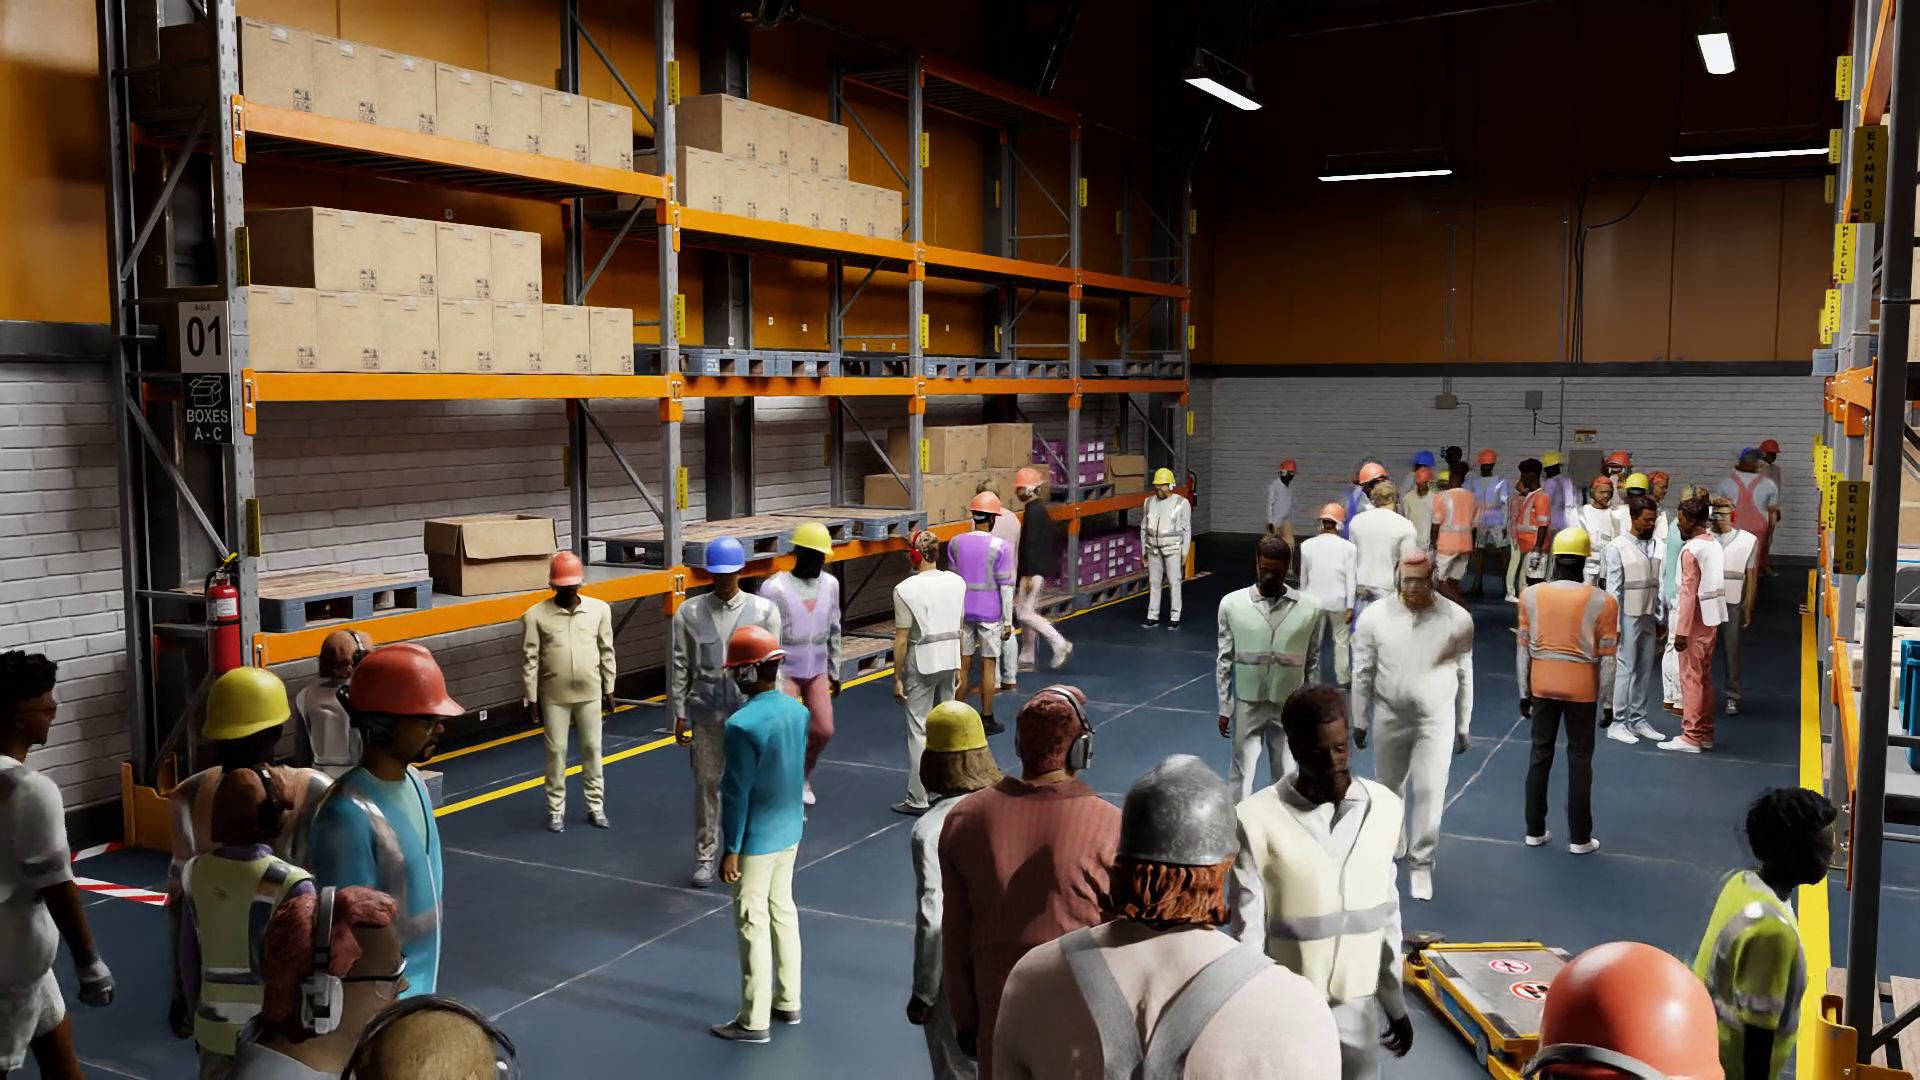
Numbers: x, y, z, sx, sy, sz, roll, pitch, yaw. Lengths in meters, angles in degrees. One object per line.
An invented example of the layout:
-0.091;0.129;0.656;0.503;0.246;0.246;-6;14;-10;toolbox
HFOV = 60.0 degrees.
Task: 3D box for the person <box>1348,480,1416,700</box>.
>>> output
3.664;0.443;14.562;0.710;1.922;0.443;5;7;41;person

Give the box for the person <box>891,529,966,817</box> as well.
-0.191;0.851;10.623;0.561;1.836;0.394;-5;7;-41;person

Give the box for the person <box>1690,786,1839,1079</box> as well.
2.192;1.498;4.700;0.738;1.642;0.542;2;6;24;person

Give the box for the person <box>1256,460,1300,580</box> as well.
4.497;-0.284;23.509;0.595;1.706;0.627;-4;7;-37;person

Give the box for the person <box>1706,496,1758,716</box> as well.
6.350;0.545;13.914;0.562;1.836;0.384;4;6;34;person

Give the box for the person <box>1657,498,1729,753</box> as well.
5.548;0.641;12.517;0.410;1.908;0.598;5;7;41;person

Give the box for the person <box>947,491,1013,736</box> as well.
0.169;0.579;13.090;0.550;1.925;0.391;3;6;26;person

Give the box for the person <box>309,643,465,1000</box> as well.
-1.598;1.303;4.724;0.405;2.034;0.614;0;5;2;person

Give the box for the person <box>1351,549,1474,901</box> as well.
2.502;0.965;9.215;0.652;1.870;0.899;2;6;16;person

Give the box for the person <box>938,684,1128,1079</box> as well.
0.268;1.361;4.745;0.642;1.908;0.407;2;6;24;person

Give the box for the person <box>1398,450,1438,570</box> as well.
5.839;-0.198;21.475;0.597;1.919;0.646;-1;5;-9;person

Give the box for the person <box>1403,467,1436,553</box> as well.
5.822;-0.056;20.902;0.484;1.733;0.579;-5;7;-43;person

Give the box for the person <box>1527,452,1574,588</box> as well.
7.678;-0.199;21.679;0.820;1.879;0.590;4;7;40;person

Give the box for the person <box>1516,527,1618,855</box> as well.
3.585;0.885;9.845;0.585;1.916;0.401;4;7;38;person

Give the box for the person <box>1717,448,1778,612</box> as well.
9.586;-0.151;20.297;0.694;2.000;0.883;3;6;29;person

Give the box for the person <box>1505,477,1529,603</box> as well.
7.151;-0.017;21.095;0.507;1.628;0.278;-4;6;-34;person

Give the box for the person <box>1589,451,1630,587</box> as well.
7.677;-0.049;19.513;0.620;1.986;0.408;5;7;43;person

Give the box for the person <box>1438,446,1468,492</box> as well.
7.403;-0.492;25.016;0.429;1.846;0.633;1;5;8;person

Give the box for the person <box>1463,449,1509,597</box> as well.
6.797;-0.217;21.585;0.758;1.938;0.489;3;6;29;person

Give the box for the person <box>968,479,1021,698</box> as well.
0.317;0.423;14.721;0.367;1.930;0.681;4;7;37;person

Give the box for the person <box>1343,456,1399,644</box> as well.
4.399;0.104;17.560;0.620;2.000;0.723;-2;6;-21;person

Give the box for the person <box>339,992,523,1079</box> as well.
-0.726;1.569;2.393;0.633;1.933;0.376;-3;6;-26;person

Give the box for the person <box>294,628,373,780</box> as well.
-2.813;1.225;7.647;0.523;1.636;0.310;2;6;17;person

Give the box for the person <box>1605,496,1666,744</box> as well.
5.208;0.609;12.852;0.599;1.909;0.401;-3;6;-31;person

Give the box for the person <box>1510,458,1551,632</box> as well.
6.269;0.084;18.209;0.377;1.958;0.600;1;5;9;person

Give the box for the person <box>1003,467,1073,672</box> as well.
0.720;0.295;15.805;0.561;1.975;0.642;0;5;-1;person

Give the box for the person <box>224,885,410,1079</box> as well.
-1.088;1.539;2.893;0.400;1.900;0.646;-1;5;-9;person

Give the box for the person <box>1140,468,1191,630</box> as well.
2.293;0.102;18.687;0.601;1.830;0.403;3;6;32;person

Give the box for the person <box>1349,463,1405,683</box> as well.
3.833;0.307;15.411;0.605;2.036;0.393;-4;7;-37;person

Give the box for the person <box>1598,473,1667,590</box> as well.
6.487;0.309;16.063;0.595;1.910;0.397;1;5;12;person

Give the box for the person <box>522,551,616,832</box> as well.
-2.405;0.931;10.268;0.578;1.737;0.355;-2;6;-24;person

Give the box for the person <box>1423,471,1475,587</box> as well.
5.859;0.041;19.950;0.535;1.721;0.876;5;7;41;person

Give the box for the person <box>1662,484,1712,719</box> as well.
6.019;0.509;13.746;0.373;1.940;0.628;1;5;9;person

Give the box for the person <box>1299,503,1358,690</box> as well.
3.268;0.522;14.777;0.571;1.716;0.811;4;6;34;person

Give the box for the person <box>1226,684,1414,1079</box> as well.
1.045;1.359;4.847;0.648;1.905;0.415;-2;6;-21;person

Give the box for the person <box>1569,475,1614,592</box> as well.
6.229;0.307;16.258;0.578;1.879;0.348;0;5;4;person

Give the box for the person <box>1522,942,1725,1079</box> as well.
0.909;1.548;2.315;0.608;1.986;0.391;2;6;22;person

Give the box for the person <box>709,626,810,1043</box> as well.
-0.856;1.230;7.060;0.354;1.737;0.576;2;6;23;person

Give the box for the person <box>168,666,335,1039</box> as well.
-2.121;1.327;5.074;0.596;1.920;0.402;1;5;8;person

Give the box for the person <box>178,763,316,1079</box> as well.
-2.077;1.478;4.918;0.523;1.636;0.310;2;6;24;person

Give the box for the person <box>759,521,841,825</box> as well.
-1.018;0.825;10.558;0.625;1.906;0.492;-4;6;-33;person

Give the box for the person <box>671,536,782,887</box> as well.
-1.279;0.939;9.110;0.606;1.939;0.410;0;5;-1;person

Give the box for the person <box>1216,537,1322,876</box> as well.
1.732;0.931;9.344;0.589;1.913;0.399;0;5;1;person

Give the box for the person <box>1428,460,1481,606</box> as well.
5.405;0.101;18.126;0.645;1.939;0.531;-2;6;-22;person

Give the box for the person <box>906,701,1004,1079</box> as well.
0.003;1.385;5.387;0.313;1.739;0.485;5;7;42;person

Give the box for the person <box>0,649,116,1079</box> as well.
-2.990;1.299;5.386;0.609;1.902;1.015;4;7;38;person
